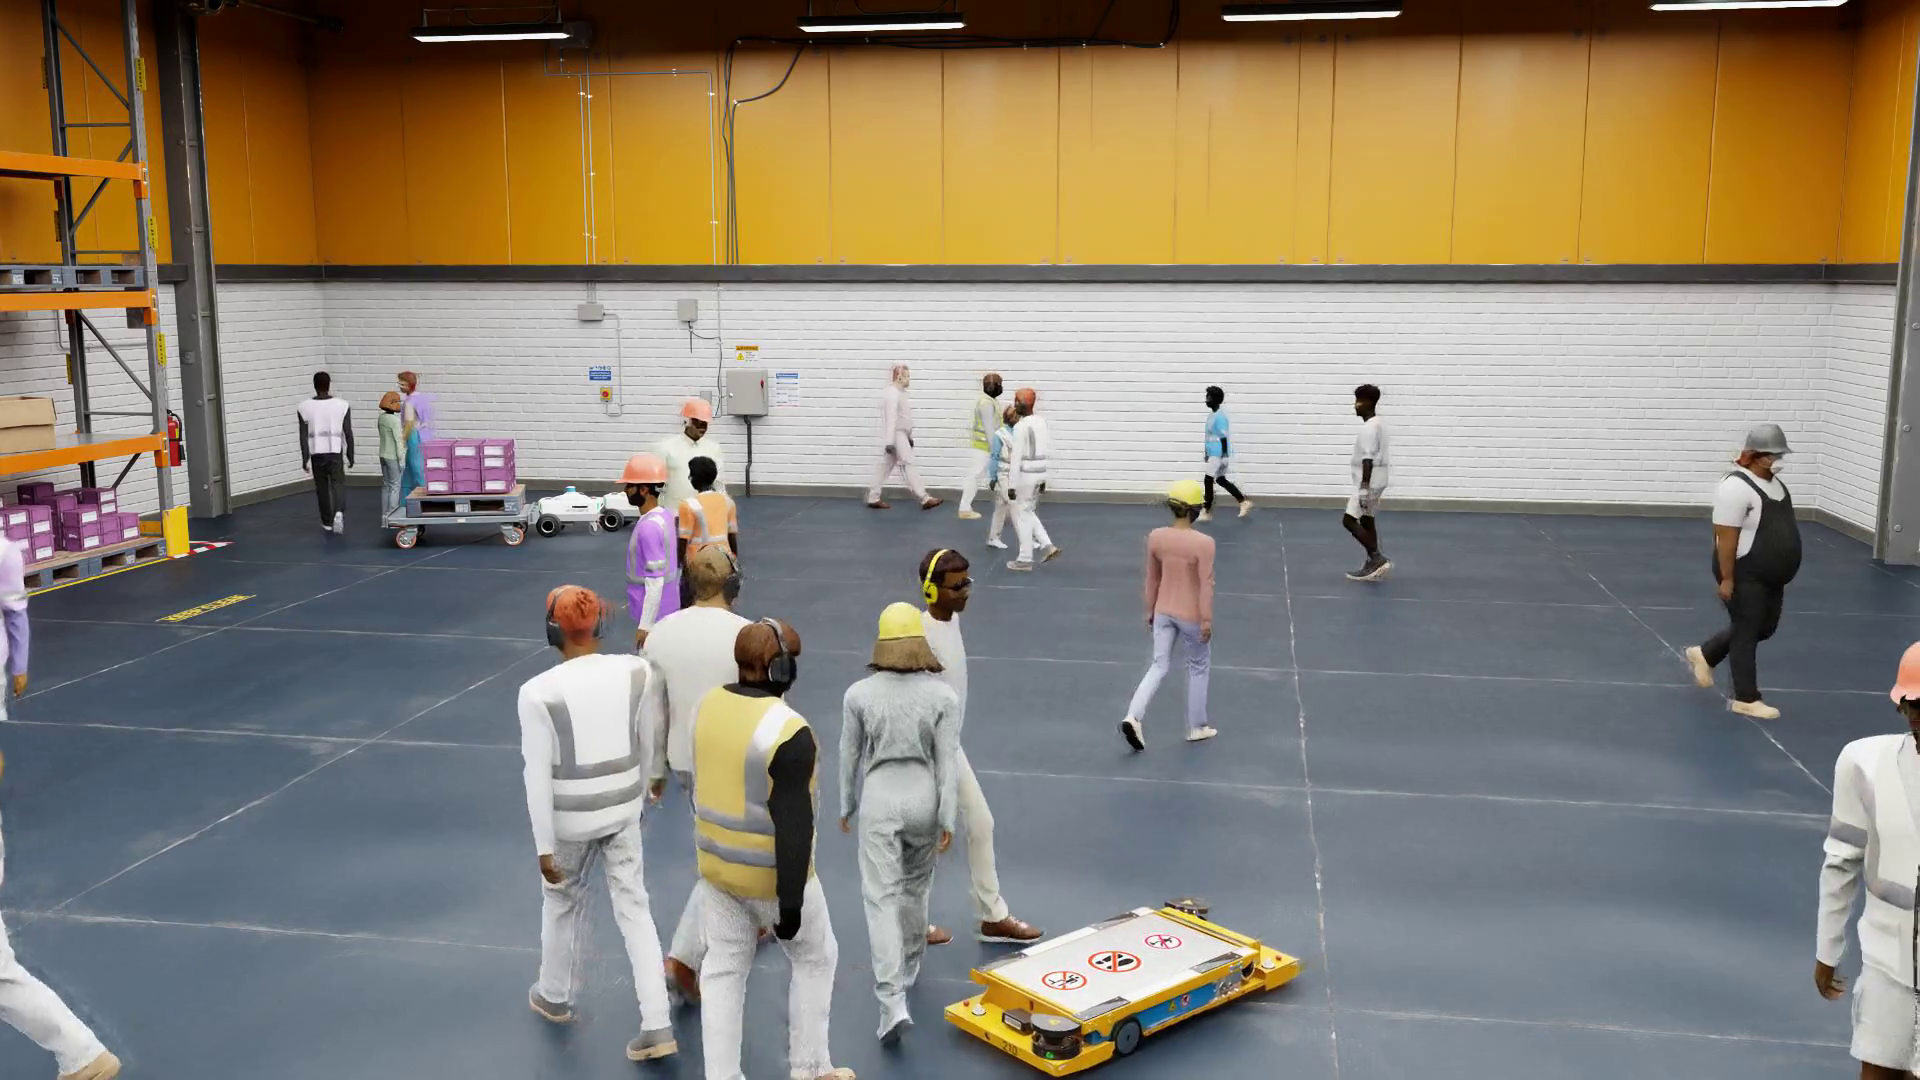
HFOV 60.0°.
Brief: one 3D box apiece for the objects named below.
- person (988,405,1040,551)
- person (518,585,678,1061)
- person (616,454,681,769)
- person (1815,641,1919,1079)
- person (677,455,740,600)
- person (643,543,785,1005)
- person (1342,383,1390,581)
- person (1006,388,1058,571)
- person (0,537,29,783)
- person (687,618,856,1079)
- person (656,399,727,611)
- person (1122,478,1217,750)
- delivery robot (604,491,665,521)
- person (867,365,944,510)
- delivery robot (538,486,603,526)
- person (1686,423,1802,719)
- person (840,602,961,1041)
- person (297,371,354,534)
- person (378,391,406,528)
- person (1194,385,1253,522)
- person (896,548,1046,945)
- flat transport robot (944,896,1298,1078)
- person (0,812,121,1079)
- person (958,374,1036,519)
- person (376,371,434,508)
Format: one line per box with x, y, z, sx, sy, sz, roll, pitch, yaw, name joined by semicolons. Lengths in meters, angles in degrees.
0.611;-0.662;18.034;0.843;1.591;0.507;7;12;38;person
-1.409;1.087;6.474;0.580;1.844;0.964;-6;11;-35;person
-1.895;0.438;10.163;0.362;1.939;0.543;0;9;-3;person
2.949;1.233;5.001;0.804;2.018;0.621;-8;12;-40;person
-1.867;0.183;12.629;0.902;1.649;0.530;6;11;33;person
-1.060;0.963;7.030;0.628;1.908;0.928;5;10;26;person
3.966;-0.551;16.256;0.419;1.949;0.647;4;10;23;person
0.693;-0.606;16.842;0.438;1.872;0.611;5;11;30;person
-5.245;0.614;8.797;0.634;2.029;0.627;-2;9;-11;person
-0.664;1.170;6.009;0.643;1.815;0.702;8;12;41;person
-2.271;-0.212;14.091;0.643;1.969;0.593;-6;11;-31;person
1.359;0.474;10.566;0.528;1.742;0.778;8;12;42;person
-3.811;-0.434;19.571;0.707;0.478;0.477;1;9;4;delivery robot
-0.731;-1.303;21.234;1.013;1.848;0.672;0;9;0;person
-4.484;-0.375;19.200;0.707;0.478;0.477;-1;9;-4;delivery robot
5.402;0.176;11.475;0.695;2.000;0.745;-7;12;-37;person
-0.241;1.116;6.748;0.498;1.696;0.875;0;9;-3;person
-7.359;-1.012;19.343;0.598;1.893;0.826;-4;10;-22;person
-6.743;-0.952;19.769;0.494;1.624;0.278;9;13;44;person
3.203;-1.045;20.211;0.769;1.670;0.535;0;9;-1;person
0.028;0.945;7.354;0.837;1.830;0.530;4;10;21;person
0.687;1.803;6.858;1.431;0.197;0.652;-8;12;-40;flat transport robot
-3.534;1.210;5.841;0.977;1.800;0.638;-7;11;-37;person
0.423;-1.131;20.345;0.979;1.789;0.649;1;9;6;person
-6.924;-1.186;20.700;0.854;1.812;0.583;-1;9;-6;person
